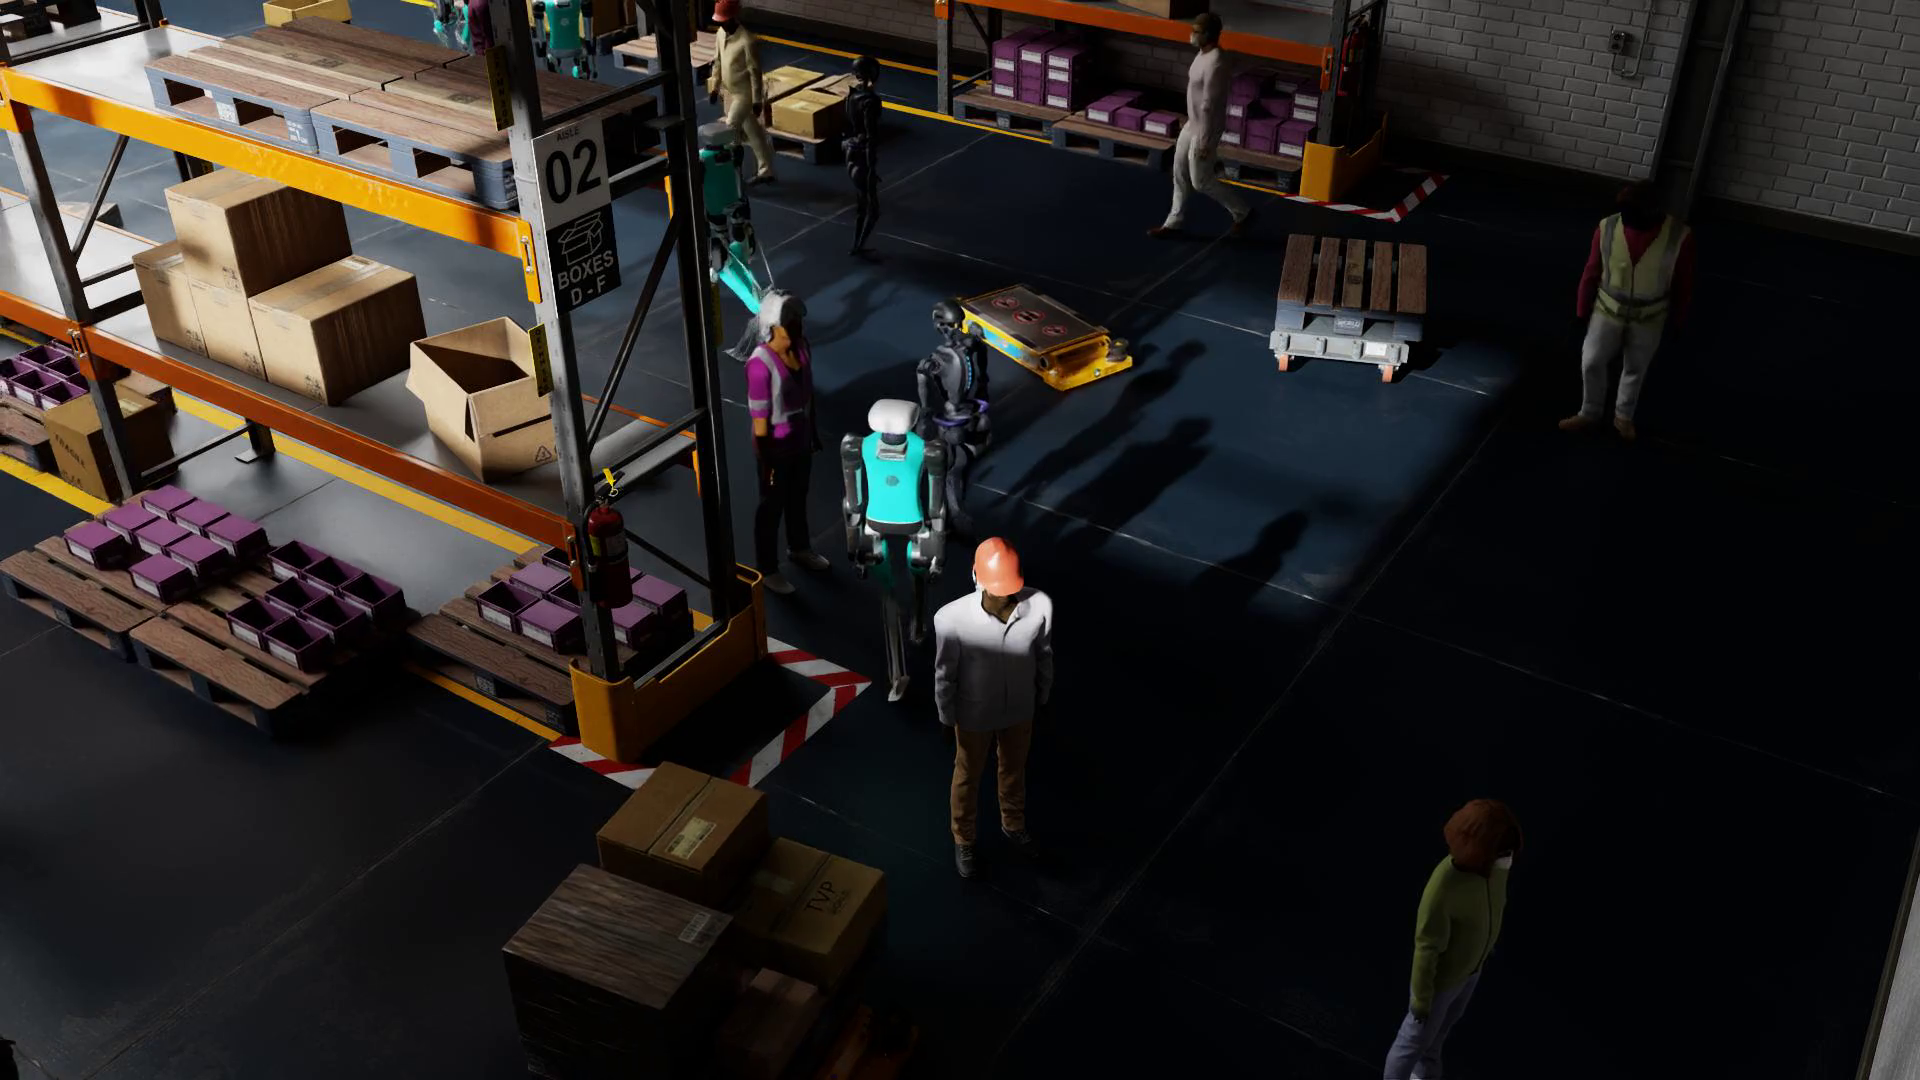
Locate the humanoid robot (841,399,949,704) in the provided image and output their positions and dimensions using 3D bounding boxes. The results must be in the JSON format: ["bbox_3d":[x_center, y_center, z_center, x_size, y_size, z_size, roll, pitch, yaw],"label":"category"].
[{"bbox_3d":[-0.289,-0.043,8.651,0.539,1.818,0.898,3,33,5],"label":"humanoid robot"}]

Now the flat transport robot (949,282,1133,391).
[{"bbox_3d":[0.557,-1.517,12.205,0.659,0.231,1.431,-21,39,-29],"label":"flat transport robot"}]

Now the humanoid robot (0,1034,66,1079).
[{"bbox_3d":[-3.668,1.685,6.019,0.524,1.625,0.601,-27,42,-35],"label":"humanoid robot"}]

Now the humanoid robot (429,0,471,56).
[{"bbox_3d":[-5.098,-5.374,16.781,0.545,1.727,1.000,-24,40,-32],"label":"humanoid robot"}]

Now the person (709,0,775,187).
[{"bbox_3d":[-1.967,-3.909,14.542,0.638,1.714,0.558,-12,35,-17],"label":"person"}]

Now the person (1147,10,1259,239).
[{"bbox_3d":[2.031,-3.321,13.475,0.841,1.911,0.641,0,33,0],"label":"person"}]

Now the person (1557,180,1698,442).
[{"bbox_3d":[4.313,-1.454,10.709,0.670,1.803,0.499,15,36,22],"label":"person"}]

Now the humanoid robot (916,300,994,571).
[{"bbox_3d":[0.002,-0.589,9.531,0.603,1.658,0.680,-28,42,-36],"label":"humanoid robot"}]

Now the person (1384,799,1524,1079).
[{"bbox_3d":[1.829,1.591,6.174,0.508,1.632,0.269,-27,42,-35],"label":"person"}]

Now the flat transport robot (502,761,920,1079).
[{"bbox_3d":[-0.948,1.996,6.806,1.431,0.231,0.659,14,36,20],"label":"flat transport robot"}]

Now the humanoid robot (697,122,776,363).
[{"bbox_3d":[-1.433,-1.946,11.557,0.818,1.812,0.543,17,37,24],"label":"humanoid robot"}]

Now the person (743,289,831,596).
[{"bbox_3d":[-0.975,-0.556,9.291,0.343,1.839,0.506,20,38,28],"label":"person"}]

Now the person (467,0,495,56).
[{"bbox_3d":[-4.229,-4.319,14.974,0.424,1.949,0.489,-8,34,-13],"label":"person"}]

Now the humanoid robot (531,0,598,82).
[{"bbox_3d":[-3.587,-4.307,15.146,0.580,1.769,0.891,-8,34,-12],"label":"humanoid robot"}]

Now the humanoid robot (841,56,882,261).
[{"bbox_3d":[-0.788,-3.050,13.283,0.352,1.642,0.596,-8,34,-11],"label":"humanoid robot"}]

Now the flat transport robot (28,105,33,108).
[{"bbox_3d":[-10.029,-4.412,16.655,1.431,0.231,0.659,7,34,10],"label":"flat transport robot"}]

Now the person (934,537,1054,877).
[{"bbox_3d":[0.162,0.733,7.384,0.564,1.751,0.329,-12,35,-18],"label":"person"}]
